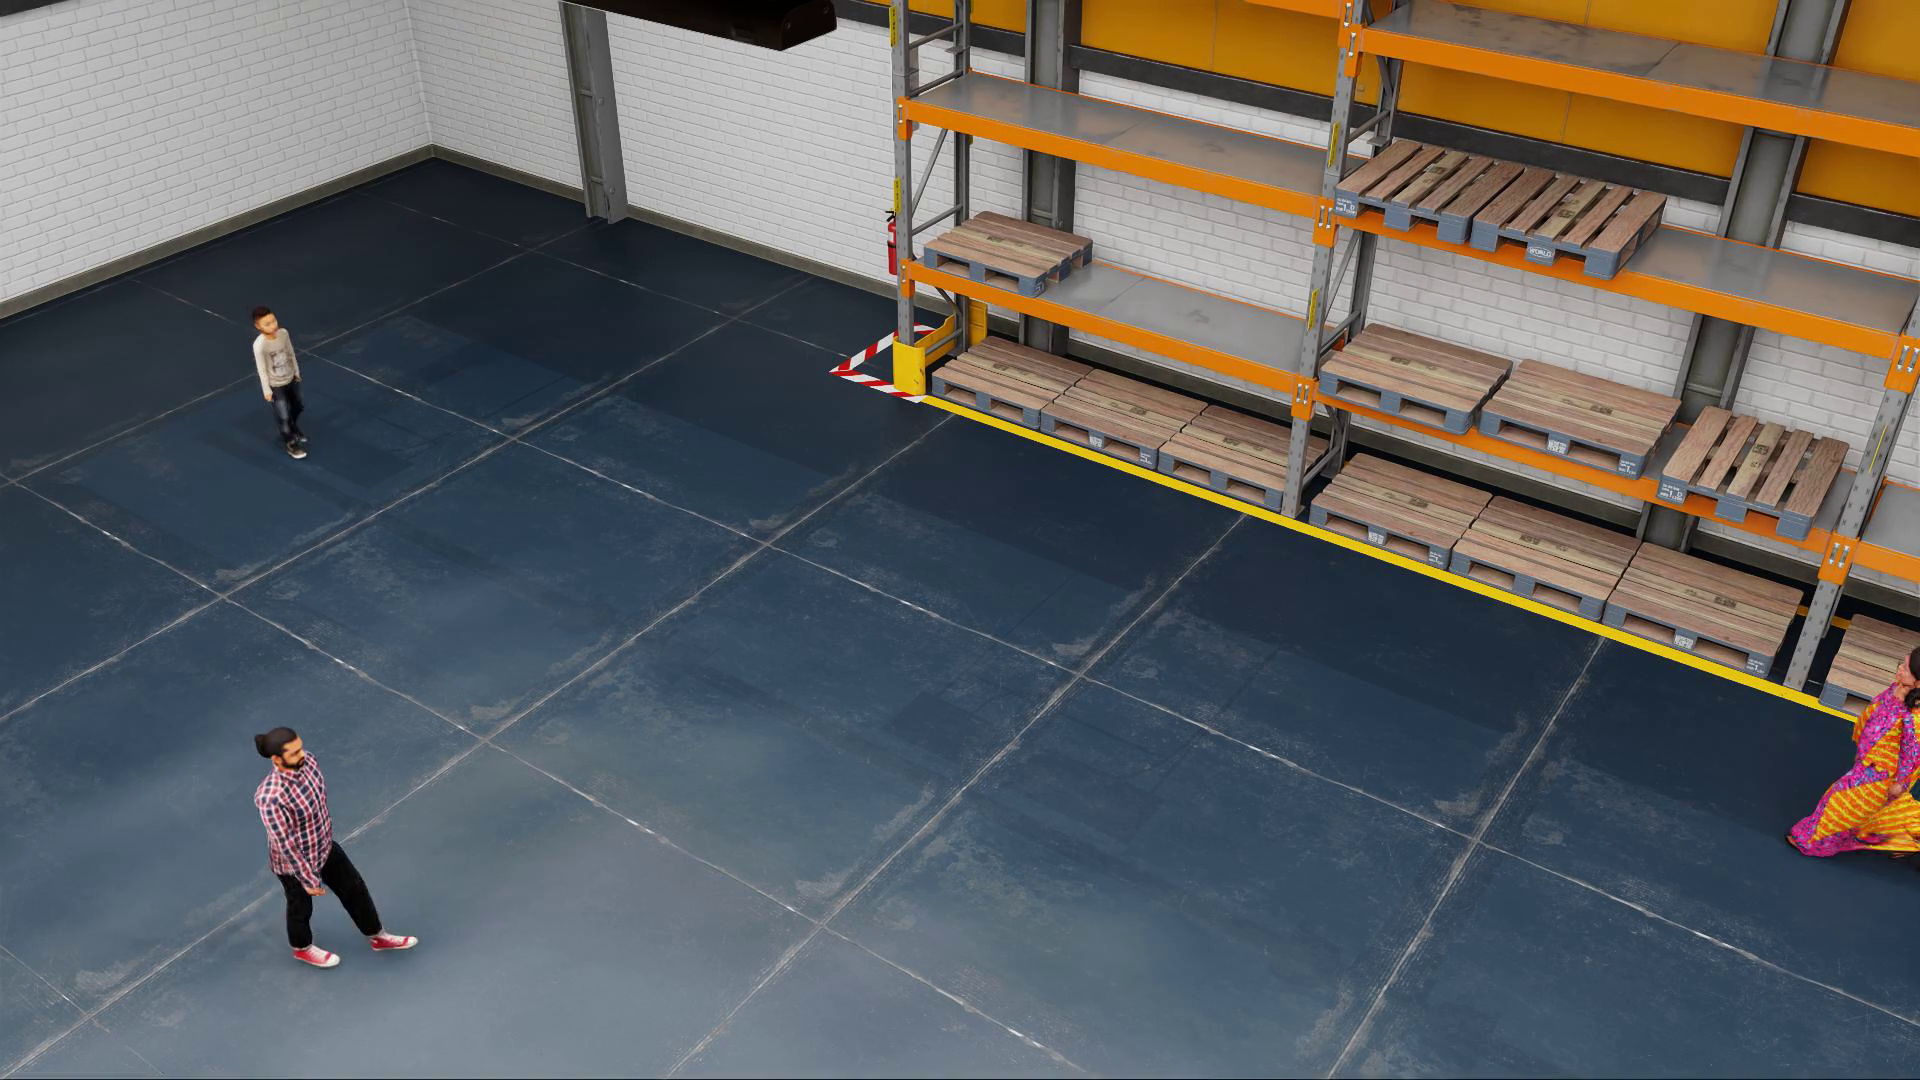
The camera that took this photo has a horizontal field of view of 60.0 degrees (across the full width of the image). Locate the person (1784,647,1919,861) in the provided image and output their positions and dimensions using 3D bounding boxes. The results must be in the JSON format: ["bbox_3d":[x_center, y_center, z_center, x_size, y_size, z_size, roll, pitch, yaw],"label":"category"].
[{"bbox_3d":[5.726,1.344,10.137,1.203,1.650,0.850,12,35,17],"label":"person"}]

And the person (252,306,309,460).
[{"bbox_3d":[-5.933,-1.388,14.431,0.671,1.447,0.600,13,36,19],"label":"person"}]

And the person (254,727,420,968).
[{"bbox_3d":[-3.782,1.765,9.425,1.082,1.738,0.912,7,34,11],"label":"person"}]
